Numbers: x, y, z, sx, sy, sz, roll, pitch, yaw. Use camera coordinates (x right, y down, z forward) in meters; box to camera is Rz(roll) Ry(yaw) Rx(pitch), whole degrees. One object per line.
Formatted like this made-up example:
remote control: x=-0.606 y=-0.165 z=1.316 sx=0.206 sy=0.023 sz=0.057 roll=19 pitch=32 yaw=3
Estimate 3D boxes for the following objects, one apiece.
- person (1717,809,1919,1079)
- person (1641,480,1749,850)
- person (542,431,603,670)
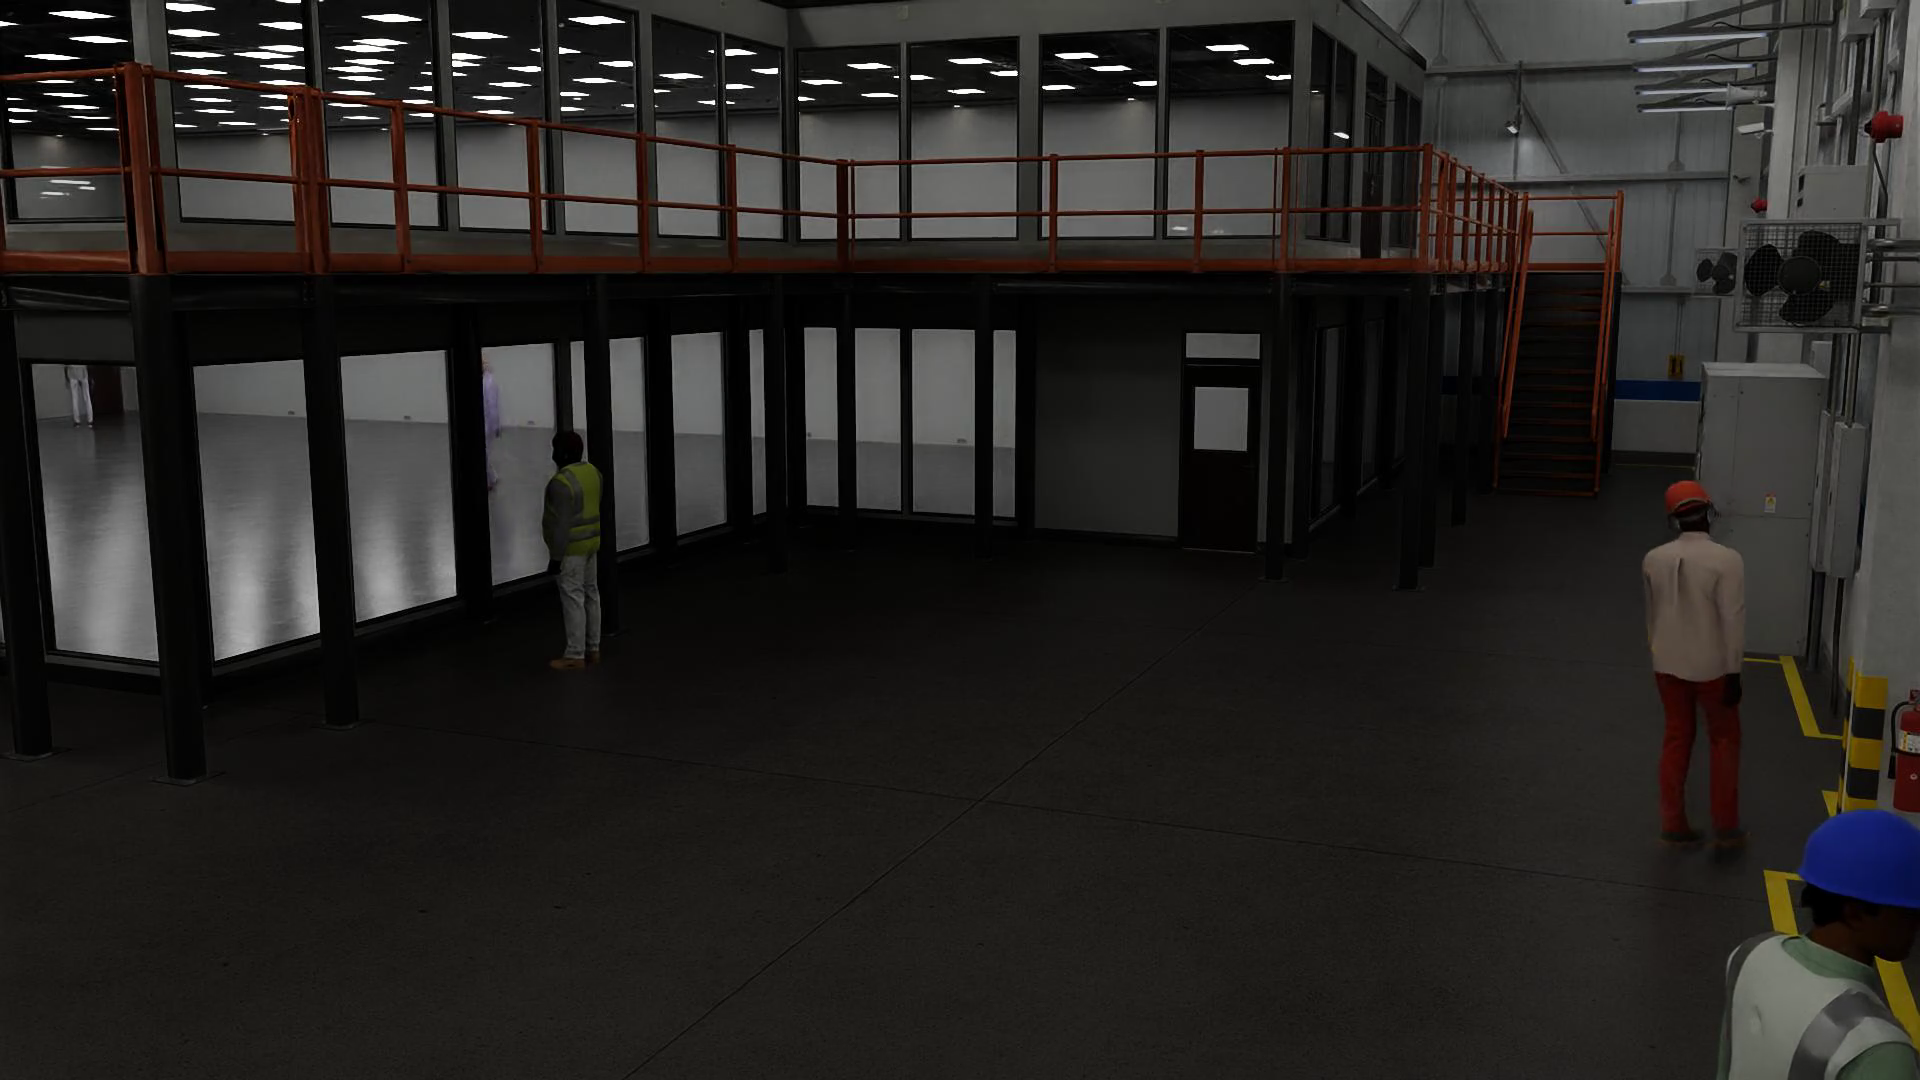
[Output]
person: x=1.844 y=1.518 z=3.583 sx=0.396 sy=1.943 sz=0.614 roll=0 pitch=9 yaw=-1
person: x=3.916 y=0.665 z=8.858 sx=0.594 sy=1.934 sz=0.684 roll=-6 pitch=11 yaw=-35
person: x=-2.984 y=0.078 z=12.780 sx=0.429 sy=1.845 sz=0.621 roll=3 pitch=10 yaw=16
